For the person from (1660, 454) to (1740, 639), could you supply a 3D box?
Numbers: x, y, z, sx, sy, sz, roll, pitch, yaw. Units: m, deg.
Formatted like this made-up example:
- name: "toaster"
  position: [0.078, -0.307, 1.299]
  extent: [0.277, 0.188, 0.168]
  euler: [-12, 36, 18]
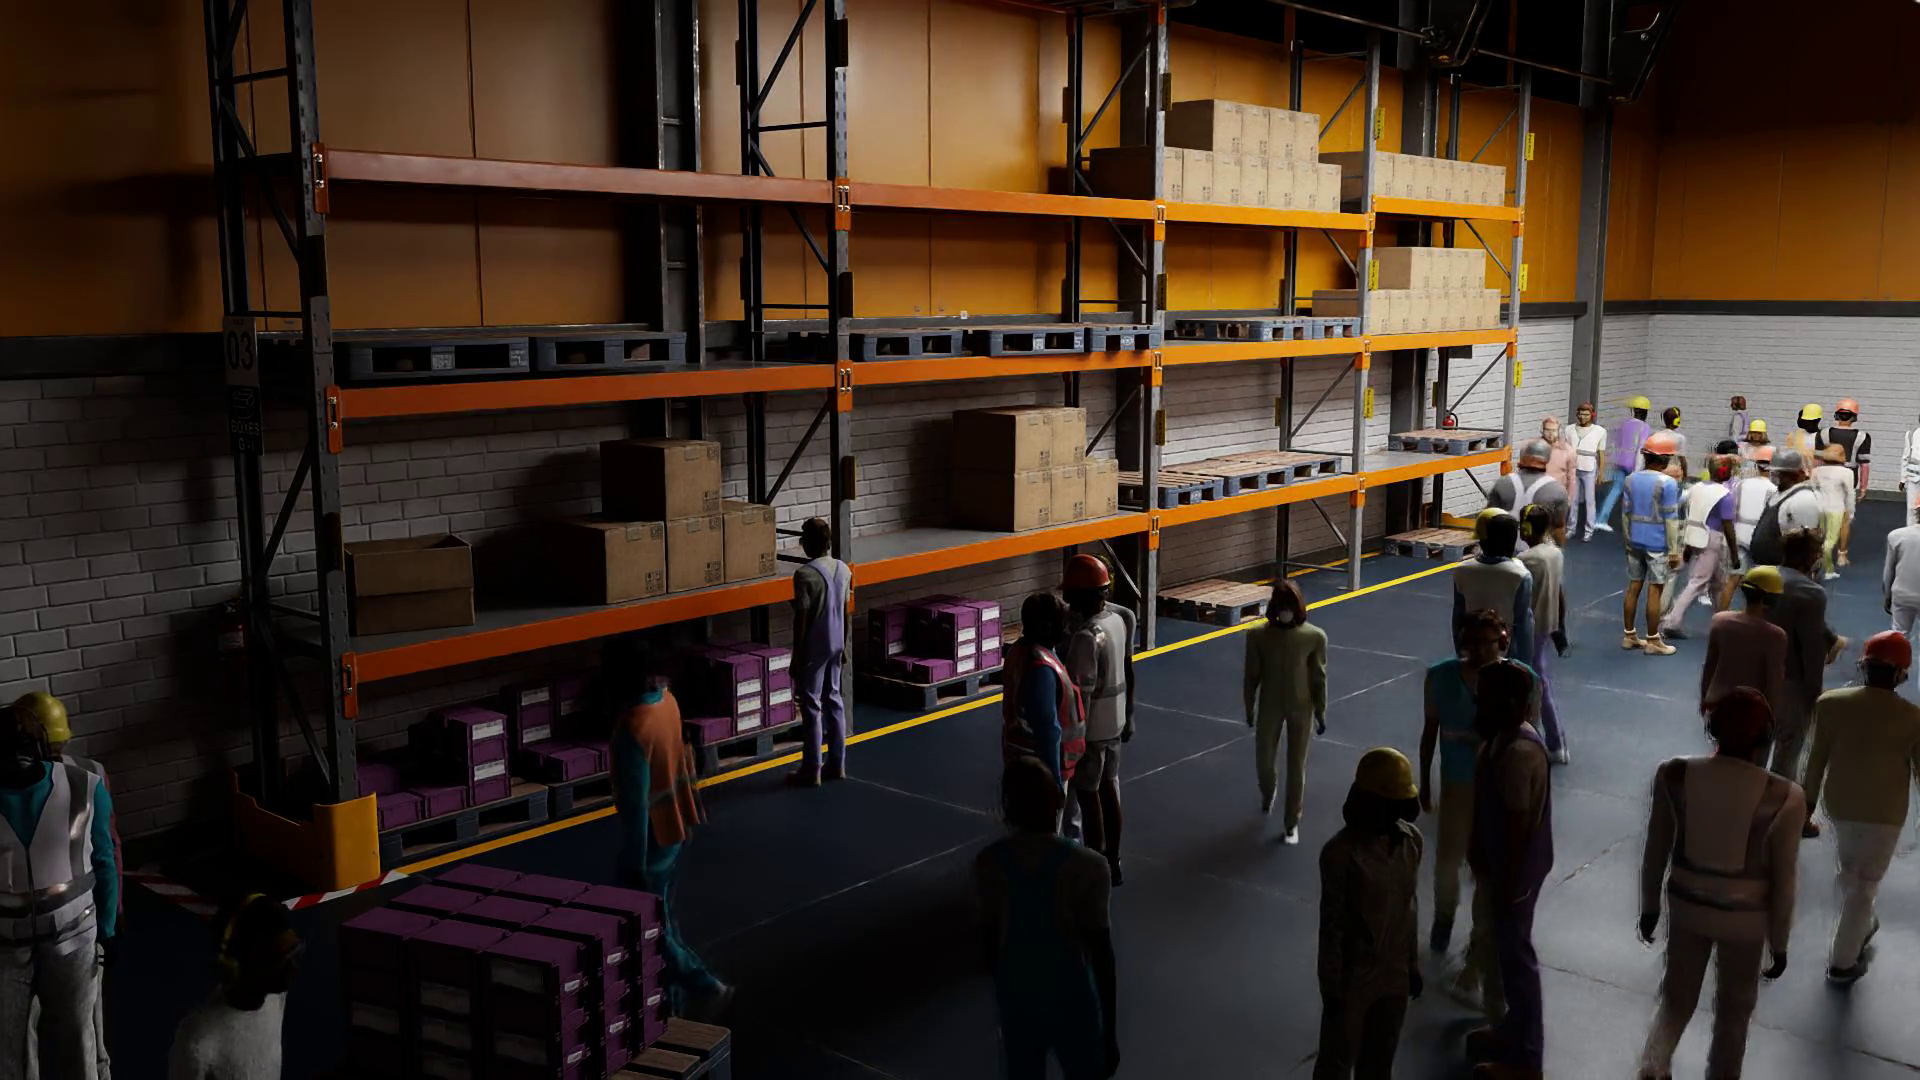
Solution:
- name: "person"
  position: [7.181, 0.071, 15.938]
  extent: [0.961, 1.798, 0.573]
  euler: [0, 9, -1]

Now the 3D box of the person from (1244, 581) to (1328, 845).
- name: "person"
  position: [1.997, 1.044, 10.207]
  extent: [0.506, 1.622, 0.403]
  euler: [2, 9, 13]

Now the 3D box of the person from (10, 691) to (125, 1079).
- name: "person"
  position: [-3.645, 1.493, 6.652]
  extent: [0.403, 1.825, 0.593]
  euler: [7, 11, 39]

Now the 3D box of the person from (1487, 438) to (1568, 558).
- name: "person"
  position: [5.165, 0.066, 15.155]
  extent: [0.702, 2.000, 0.652]
  euler: [7, 11, 36]

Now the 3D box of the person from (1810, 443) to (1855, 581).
- name: "person"
  position: [9.885, -0.311, 18.973]
  extent: [0.747, 1.603, 0.491]
  euler: [-4, 10, -26]

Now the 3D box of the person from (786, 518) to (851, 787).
- name: "person"
  position: [-0.959, 0.761, 11.351]
  extent: [0.357, 1.835, 0.516]
  euler: [7, 11, 38]

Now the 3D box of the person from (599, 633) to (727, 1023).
- name: "person"
  position: [-1.372, 1.332, 7.509]
  extent: [0.497, 1.890, 0.631]
  euler: [2, 9, 10]

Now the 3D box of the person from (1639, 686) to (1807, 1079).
- name: "person"
  position: [2.937, 1.500, 6.511]
  extent: [0.582, 1.862, 0.692]
  euler: [7, 11, 39]

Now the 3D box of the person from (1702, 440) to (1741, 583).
- name: "person"
  position: [8.454, -0.271, 18.477]
  extent: [0.544, 1.687, 0.402]
  euler: [-3, 9, -17]

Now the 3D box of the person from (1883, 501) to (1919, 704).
- name: "person"
  position: [7.827, 0.464, 13.545]
  extent: [0.363, 1.742, 0.580]
  euler: [-8, 12, -42]

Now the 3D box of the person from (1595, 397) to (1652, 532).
- name: "person"
  position: [9.174, -1.028, 22.794]
  extent: [1.008, 1.871, 0.610]
  euler: [-3, 9, -21]

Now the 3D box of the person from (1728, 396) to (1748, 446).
- name: "person"
  position: [12.331, -1.467, 26.370]
  extent: [0.318, 1.630, 0.513]
  euler: [6, 10, 32]

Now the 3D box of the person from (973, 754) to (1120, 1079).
- name: "person"
  position: [0.342, 1.629, 5.853]
  extent: [0.547, 1.797, 0.909]
  euler: [3, 9, 19]

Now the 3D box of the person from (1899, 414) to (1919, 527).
- name: "person"
  position: [12.133, -0.747, 20.924]
  extent: [0.358, 1.880, 0.576]
  euler: [-7, 11, -36]

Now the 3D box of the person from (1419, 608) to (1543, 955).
- name: "person"
  position: [2.597, 1.229, 8.335]
  extent: [0.575, 1.826, 0.444]
  euler: [2, 9, 13]

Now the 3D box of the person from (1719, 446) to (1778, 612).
- name: "person"
  position: [7.609, 0.035, 15.948]
  extent: [1.032, 1.875, 0.564]
  euler: [-6, 10, -32]

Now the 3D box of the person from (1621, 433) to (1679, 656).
- name: "person"
  position: [6.371, 0.038, 15.317]
  extent: [0.378, 2.045, 0.605]
  euler: [-4, 10, -24]

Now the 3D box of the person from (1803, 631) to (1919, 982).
- name: "person"
  position: [4.568, 1.294, 8.249]
  extent: [0.819, 1.713, 0.596]
  euler: [-7, 11, -37]

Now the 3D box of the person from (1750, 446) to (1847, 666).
- name: "person"
  position: [7.308, 0.161, 14.536]
  extent: [0.746, 2.000, 0.685]
  euler: [2, 9, 12]

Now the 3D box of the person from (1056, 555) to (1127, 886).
- name: "person"
  position: [0.719, 1.036, 9.268]
  extent: [0.385, 1.929, 0.543]
  euler: [4, 10, 27]

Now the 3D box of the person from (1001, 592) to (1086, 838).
- name: "person"
  position: [0.432, 1.179, 8.618]
  extent: [0.429, 1.844, 0.624]
  euler: [-1, 9, -9]

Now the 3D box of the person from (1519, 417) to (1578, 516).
- name: "person"
  position: [6.801, -0.501, 19.299]
  extent: [0.656, 1.885, 0.670]
  euler: [5, 10, 28]

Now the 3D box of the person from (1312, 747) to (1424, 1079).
- name: "person"
  position: [1.533, 1.608, 6.159]
  extent: [0.490, 1.743, 0.324]
  euler: [-5, 10, -31]

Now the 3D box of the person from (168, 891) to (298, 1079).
- name: "person"
  position: [-2.139, 1.820, 4.644]
  extent: [1.001, 1.809, 0.564]
  euler: [0, 9, 0]

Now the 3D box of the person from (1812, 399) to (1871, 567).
- name: "person"
  position: [10.609, -0.685, 20.057]
  extent: [0.612, 2.029, 0.407]
  euler: [5, 10, 30]

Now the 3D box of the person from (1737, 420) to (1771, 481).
- name: "person"
  position: [9.747, -0.609, 20.455]
  extent: [0.486, 1.746, 0.290]
  euler: [5, 10, 32]

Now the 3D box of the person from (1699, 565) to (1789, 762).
- name: "person"
  position: [4.717, 1.010, 10.044]
  extent: [0.470, 1.735, 0.543]
  euler: [-4, 10, -25]

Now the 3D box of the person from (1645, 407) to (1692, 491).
- name: "person"
  position: [8.994, -0.756, 21.086]
  extent: [0.726, 1.847, 0.505]
  euler: [-4, 10, -23]

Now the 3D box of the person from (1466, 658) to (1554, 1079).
- name: "person"
  position: [2.367, 1.410, 7.181]
  extent: [0.362, 1.834, 0.521]
  euler: [2, 9, 13]

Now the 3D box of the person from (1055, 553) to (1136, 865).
- name: "person"
  position: [0.773, 0.994, 9.750]
  extent: [0.512, 1.862, 0.328]
  euler: [2, 9, 12]

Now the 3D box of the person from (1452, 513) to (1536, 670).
- name: "person"
  position: [3.507, 0.779, 10.966]
  extent: [0.391, 1.913, 0.587]
  euler: [-7, 11, -38]

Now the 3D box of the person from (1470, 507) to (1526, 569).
- name: "person"
  position: [3.599, 0.730, 11.255]
  extent: [0.373, 1.921, 0.585]
  euler: [-2, 9, -11]

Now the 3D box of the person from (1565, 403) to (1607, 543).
- name: "person"
  position: [8.247, -0.892, 21.996]
  extent: [0.393, 1.836, 0.560]
  euler: [-9, 12, -44]

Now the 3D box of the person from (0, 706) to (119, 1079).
- name: "person"
  position: [-3.535, 1.532, 6.338]
  extent: [0.626, 1.844, 0.429]
  euler: [-6, 11, -34]

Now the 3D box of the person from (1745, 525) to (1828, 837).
- name: "person"
  position: [5.128, 0.865, 10.339]
  extent: [0.355, 1.933, 0.636]
  euler: [-2, 9, -12]

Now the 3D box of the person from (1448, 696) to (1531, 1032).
- name: "person"
  position: [2.444, 1.466, 7.453]
  extent: [0.350, 1.632, 0.521]
  euler: [3, 9, 18]

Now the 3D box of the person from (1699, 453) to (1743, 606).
- name: "person"
  position: [8.079, -0.119, 17.744]
  extent: [0.603, 1.612, 0.343]
  euler: [-6, 11, -36]

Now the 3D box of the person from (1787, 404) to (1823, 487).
- name: "person"
  position: [10.574, -0.741, 20.728]
  extent: [0.594, 1.922, 0.385]
  euler: [8, 12, 40]
